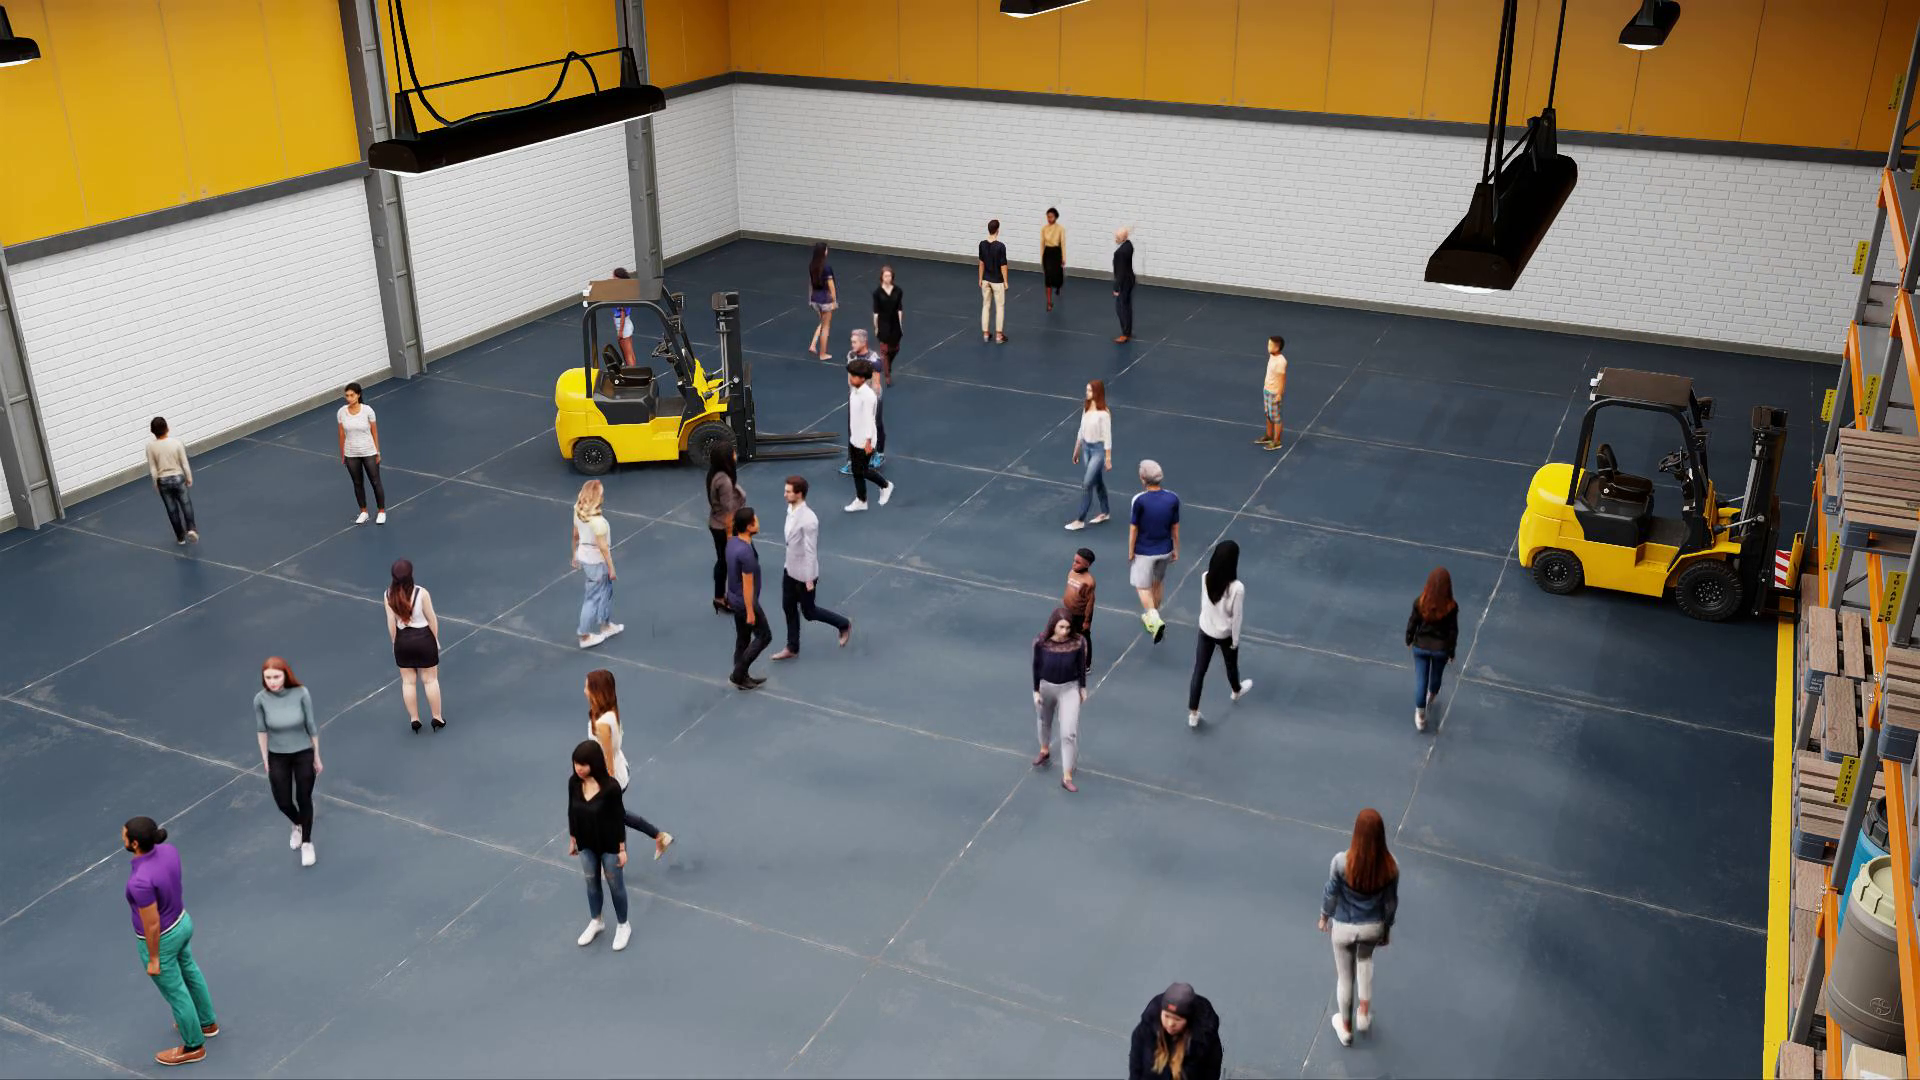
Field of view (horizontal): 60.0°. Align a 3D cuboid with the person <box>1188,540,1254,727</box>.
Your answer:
[{"bbox_3d":[2.190,0.849,14.428,0.821,1.651,1.166,16,28,32],"label":"person"}]

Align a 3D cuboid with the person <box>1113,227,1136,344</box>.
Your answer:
[{"bbox_3d":[2.510,-3.899,25.148,0.949,1.765,0.609,11,26,24],"label":"person"}]

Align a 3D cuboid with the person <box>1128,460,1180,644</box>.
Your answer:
[{"bbox_3d":[1.852,0.145,15.841,1.012,1.809,1.103,-5,24,-12],"label":"person"}]

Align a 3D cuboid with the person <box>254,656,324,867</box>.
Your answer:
[{"bbox_3d":[-5.024,1.619,12.563,0.732,1.735,0.792,-6,24,-14],"label":"person"}]

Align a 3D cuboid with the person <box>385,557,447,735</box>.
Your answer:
[{"bbox_3d":[-4.690,0.904,14.306,0.633,1.648,0.661,-3,24,-7],"label":"person"}]

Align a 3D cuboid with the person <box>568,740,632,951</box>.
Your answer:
[{"bbox_3d":[-2.507,2.095,11.587,0.616,1.644,0.574,6,24,13],"label":"person"}]

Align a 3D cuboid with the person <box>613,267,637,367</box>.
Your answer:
[{"bbox_3d":[-4.616,-2.903,22.896,0.730,1.745,0.615,-2,24,-4],"label":"person"}]

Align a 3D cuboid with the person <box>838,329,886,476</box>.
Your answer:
[{"bbox_3d":[-1.070,-1.685,20.070,0.765,1.776,1.102,13,27,28],"label":"person"}]

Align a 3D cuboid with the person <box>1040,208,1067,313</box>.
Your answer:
[{"bbox_3d":[1.513,-4.506,26.696,0.701,1.637,0.920,5,24,11],"label":"person"}]

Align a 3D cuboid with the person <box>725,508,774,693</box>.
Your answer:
[{"bbox_3d":[-2.008,0.575,14.895,0.847,1.781,0.804,-11,26,-24],"label":"person"}]

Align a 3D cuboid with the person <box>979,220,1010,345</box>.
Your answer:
[{"bbox_3d":[0.498,-3.886,25.012,0.662,1.850,0.569,14,27,28],"label":"person"}]

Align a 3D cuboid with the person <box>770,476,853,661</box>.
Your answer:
[{"bbox_3d":[-1.400,0.269,15.533,1.162,1.830,1.034,-12,26,-26],"label":"person"}]

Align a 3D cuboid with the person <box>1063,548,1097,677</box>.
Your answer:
[{"bbox_3d":[1.119,0.651,15.378,0.625,1.253,0.598,-14,27,-29],"label":"person"}]

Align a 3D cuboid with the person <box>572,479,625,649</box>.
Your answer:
[{"bbox_3d":[-3.536,0.262,15.708,0.885,1.702,0.811,-19,30,-36],"label":"person"}]

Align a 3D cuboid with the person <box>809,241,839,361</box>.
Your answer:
[{"bbox_3d":[-2.050,-3.433,24.094,0.684,1.755,0.745,21,31,40],"label":"person"}]

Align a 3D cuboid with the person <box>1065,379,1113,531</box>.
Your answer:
[{"bbox_3d":[1.579,-0.965,18.511,1.018,1.706,0.897,-13,27,-27],"label":"person"}]

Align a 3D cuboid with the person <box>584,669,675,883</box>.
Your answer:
[{"bbox_3d":[-2.479,1.736,12.254,0.907,1.769,0.909,-3,24,-7],"label":"person"}]

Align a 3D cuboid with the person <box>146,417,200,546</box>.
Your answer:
[{"bbox_3d":[-8.535,-0.604,17.999,0.742,1.453,0.785,-12,26,-25],"label":"person"}]

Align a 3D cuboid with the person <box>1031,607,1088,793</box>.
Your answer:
[{"bbox_3d":[0.788,1.240,13.640,0.776,1.567,0.996,7,25,16],"label":"person"}]

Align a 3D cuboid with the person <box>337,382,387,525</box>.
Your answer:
[{"bbox_3d":[-6.706,-0.987,18.638,0.660,1.644,0.680,-1,24,-2],"label":"person"}]

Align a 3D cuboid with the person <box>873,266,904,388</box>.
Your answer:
[{"bbox_3d":[-1.033,-2.988,23.151,0.785,1.695,0.849,-7,25,-16],"label":"person"}]

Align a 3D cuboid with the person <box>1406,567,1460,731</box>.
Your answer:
[{"bbox_3d":[4.081,0.963,14.411,0.676,1.456,0.931,7,24,15],"label":"person"}]

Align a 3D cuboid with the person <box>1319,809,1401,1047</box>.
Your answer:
[{"bbox_3d":[2.547,2.519,10.560,0.707,1.690,0.723,-2,24,-4],"label":"person"}]

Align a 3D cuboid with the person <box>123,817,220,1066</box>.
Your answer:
[{"bbox_3d":[-5.002,2.501,10.504,0.767,1.767,0.648,-1,24,-1],"label":"person"}]

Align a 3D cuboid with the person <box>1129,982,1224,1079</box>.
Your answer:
[{"bbox_3d":[1.201,3.106,9.258,0.681,1.657,0.996,9,25,20],"label":"person"}]

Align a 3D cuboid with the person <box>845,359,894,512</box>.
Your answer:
[{"bbox_3d":[-1.038,-1.187,18.899,0.975,1.801,0.896,-12,26,-26],"label":"person"}]

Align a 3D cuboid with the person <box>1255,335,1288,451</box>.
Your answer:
[{"bbox_3d":[3.951,-1.867,20.882,0.657,1.460,0.582,-6,24,-14],"label":"person"}]

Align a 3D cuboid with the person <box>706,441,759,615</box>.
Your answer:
[{"bbox_3d":[-2.372,-0.065,16.301,0.849,1.827,0.800,-11,26,-24],"label":"person"}]
